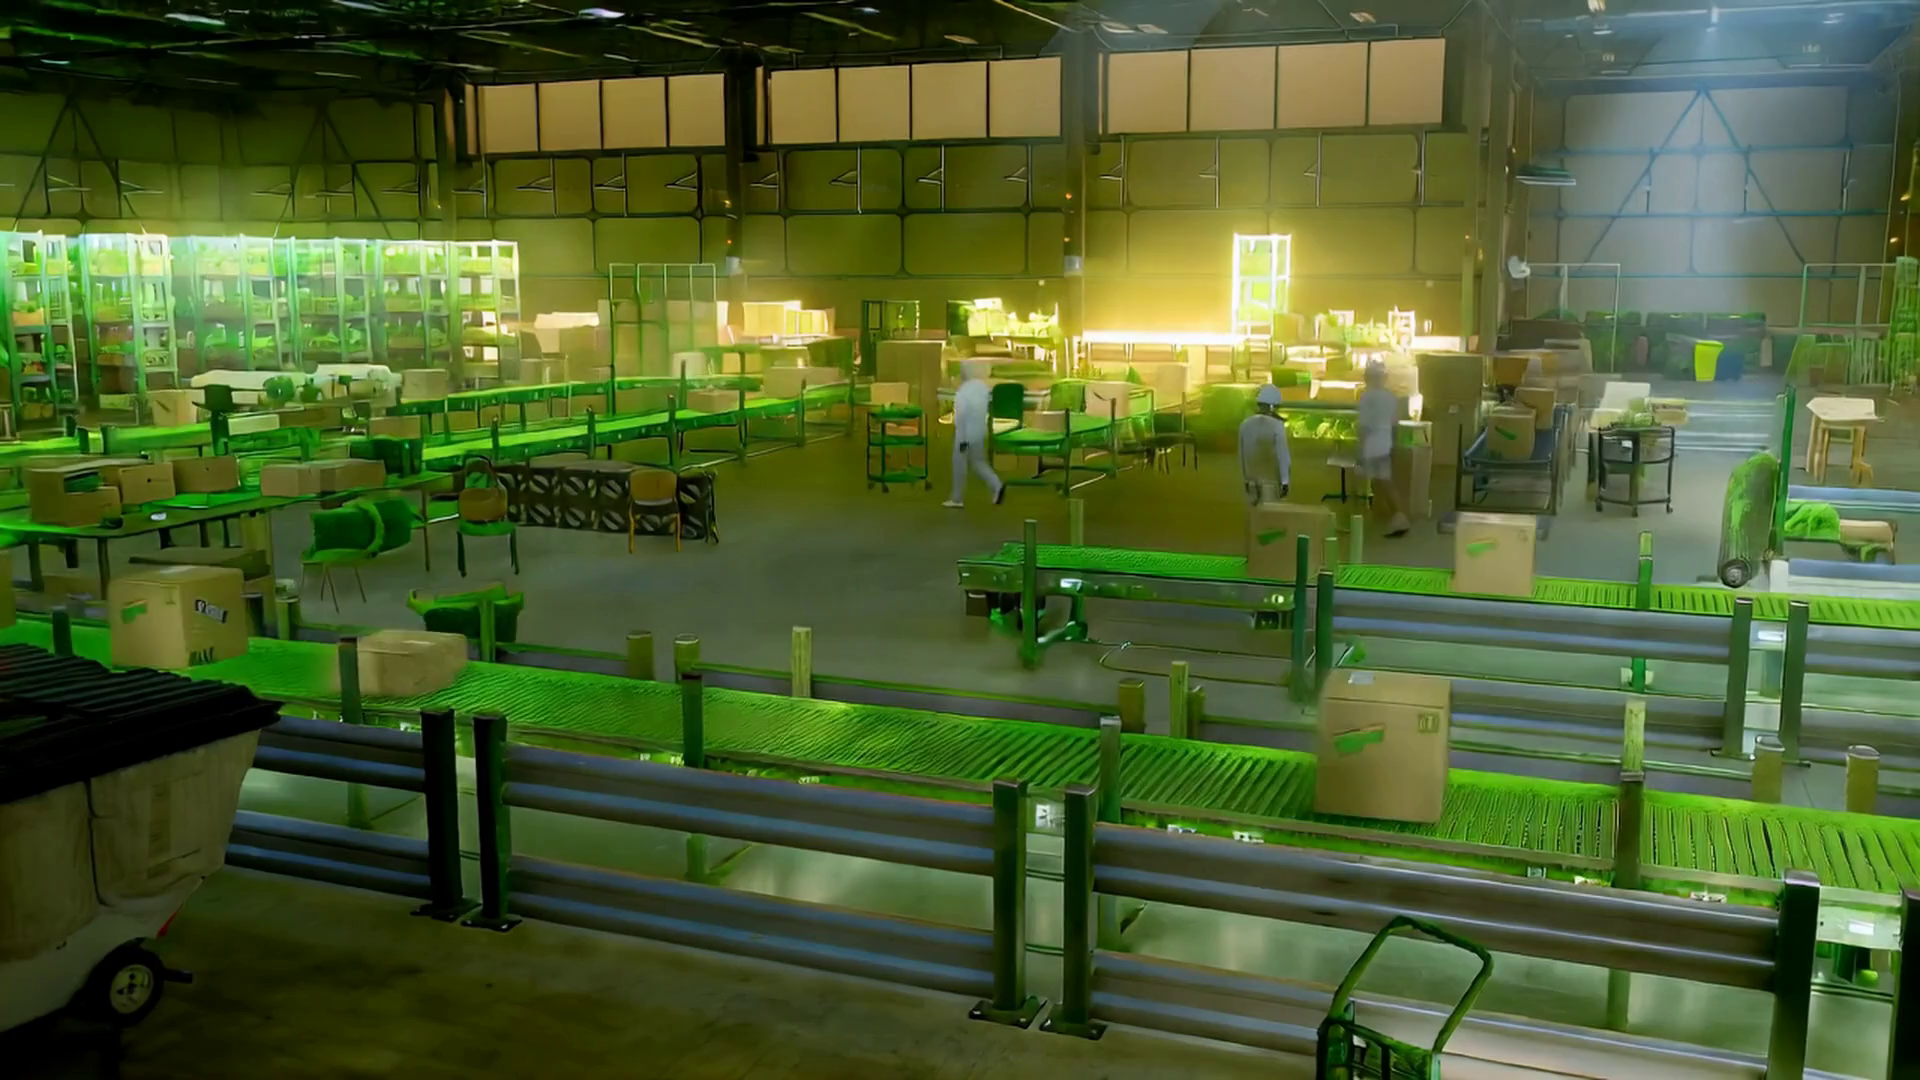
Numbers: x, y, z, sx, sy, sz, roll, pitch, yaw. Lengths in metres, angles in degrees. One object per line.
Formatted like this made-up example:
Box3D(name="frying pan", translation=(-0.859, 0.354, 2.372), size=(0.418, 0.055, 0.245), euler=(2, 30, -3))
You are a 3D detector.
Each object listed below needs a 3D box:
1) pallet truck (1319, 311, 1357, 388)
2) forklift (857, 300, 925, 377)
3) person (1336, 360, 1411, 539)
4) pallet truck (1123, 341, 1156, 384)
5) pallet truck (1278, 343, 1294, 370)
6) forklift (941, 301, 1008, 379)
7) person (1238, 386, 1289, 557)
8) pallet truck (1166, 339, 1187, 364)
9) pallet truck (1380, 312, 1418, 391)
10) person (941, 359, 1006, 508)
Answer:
Box3D(name="pallet truck", translation=(9.071, -4.419, 39.190), size=(0.823, 1.965, 1.885), euler=(5, 10, 26))
Box3D(name="forklift", translation=(-1.732, -5.109, 42.468), size=(1.157, 1.987, 2.680), euler=(4, 10, 22))
Box3D(name="person", translation=(4.690, -1.010, 18.612), size=(0.632, 1.992, 1.029), euler=(-6, 11, -33))
Box3D(name="pallet truck", translation=(4.445, -4.380, 41.279), size=(0.680, 1.201, 1.601), euler=(4, 10, 22))
Box3D(name="pallet truck", translation=(7.886, -4.163, 39.743), size=(0.653, 1.274, 1.630), euler=(4, 10, 22))
Box3D(name="forklift", translation=(0.365, -4.966, 41.571), size=(1.157, 1.987, 2.680), euler=(3, 10, 20))
Box3D(name="person", translation=(3.071, -0.629, 16.716), size=(0.404, 1.835, 0.587), euler=(-8, 12, -40))
Box3D(name="pallet truck", translation=(5.418, -4.269, 40.420), size=(0.704, 1.261, 1.522), euler=(3, 10, 20))
Box3D(name="pallet truck", translation=(10.207, -4.283, 38.369), size=(0.823, 1.965, 1.885), euler=(3, 10, 20))
Box3D(name="person", translation=(0.161, -1.322, 20.746), size=(0.793, 1.883, 0.650), euler=(6, 11, 33))
